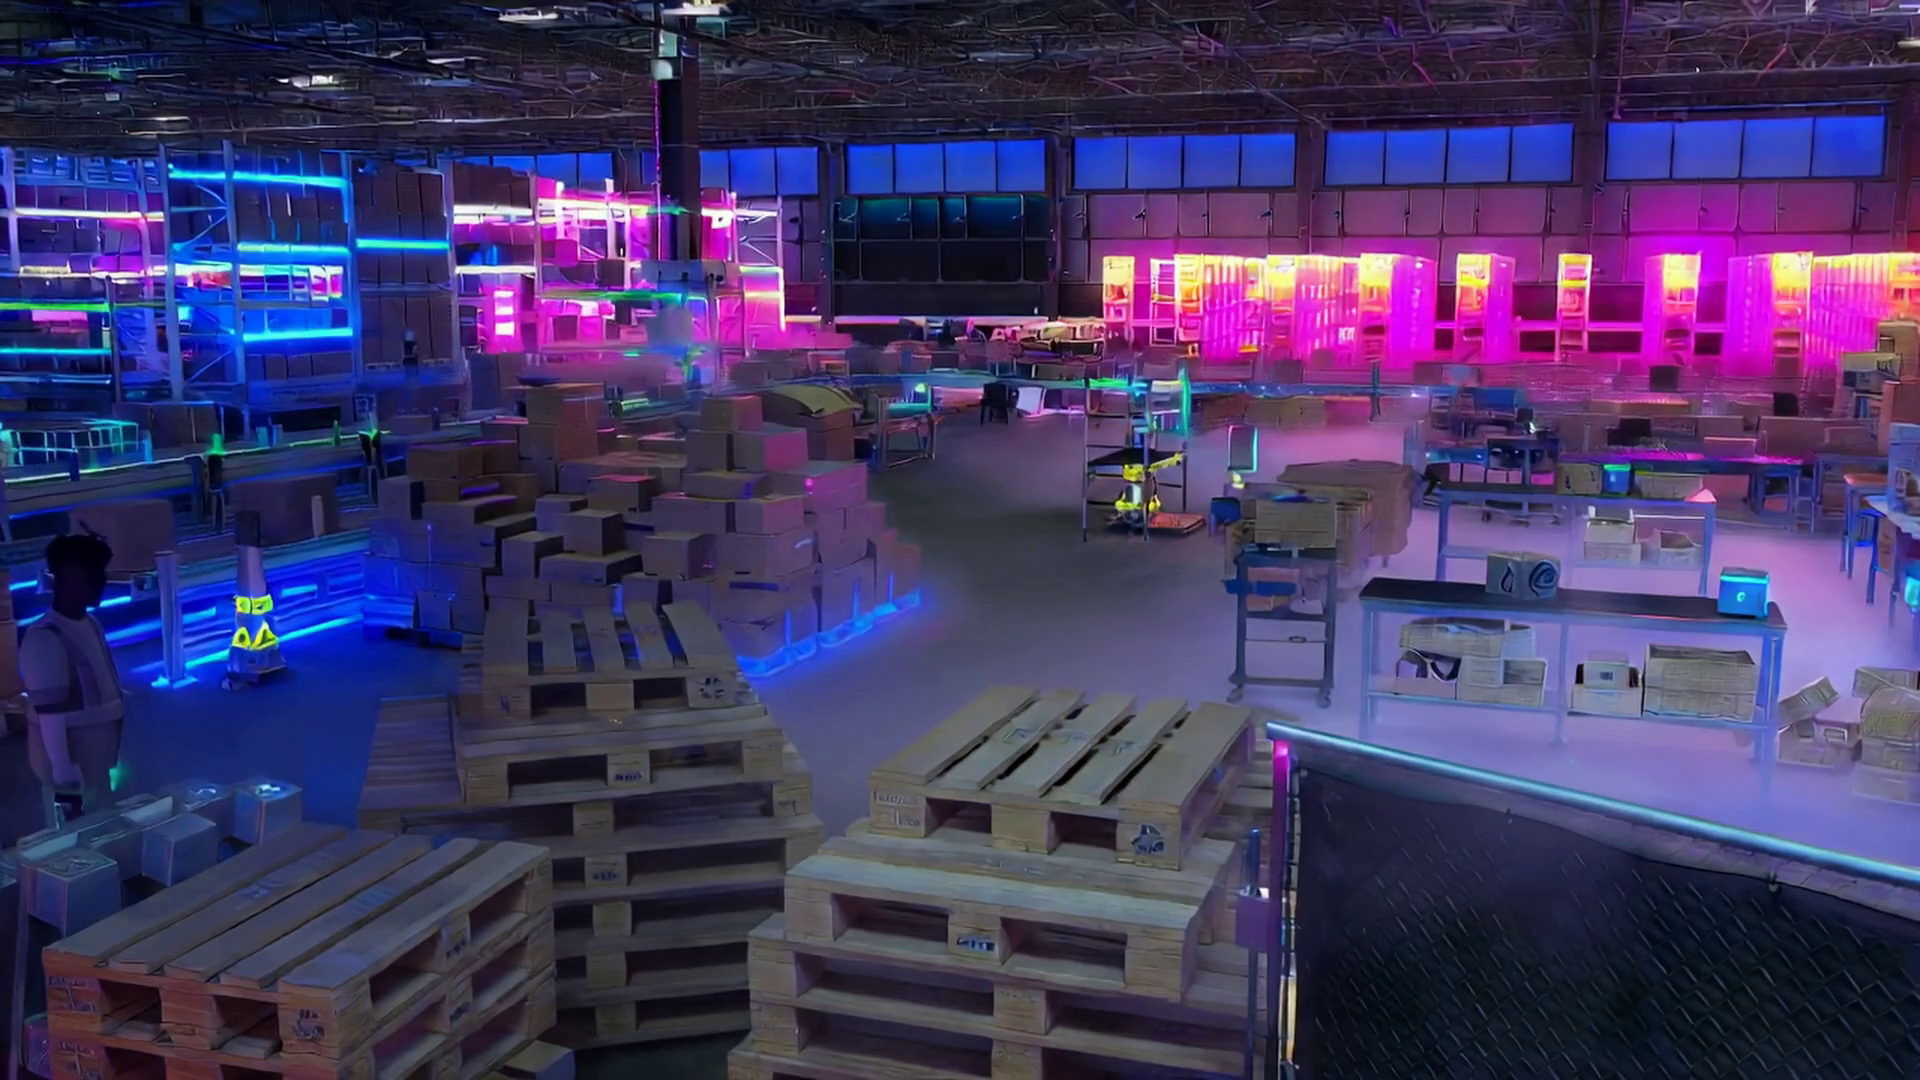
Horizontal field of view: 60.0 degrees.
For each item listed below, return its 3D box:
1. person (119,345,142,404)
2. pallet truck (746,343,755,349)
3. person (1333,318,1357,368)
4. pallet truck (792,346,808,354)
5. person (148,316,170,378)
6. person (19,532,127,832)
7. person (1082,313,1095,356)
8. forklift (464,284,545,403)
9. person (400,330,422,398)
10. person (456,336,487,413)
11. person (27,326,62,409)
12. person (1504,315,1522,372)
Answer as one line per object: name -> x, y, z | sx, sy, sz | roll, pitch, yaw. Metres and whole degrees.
person -> -14.710, -2.534, 29.357 | 0.587, 1.811, 0.426 | 2, 9, 9
pallet truck -> -6.183, -4.618, 44.264 | 1.601, 1.201, 0.680 | -9, 12, -43
person -> 10.294, -4.992, 44.520 | 0.634, 1.906, 0.993 | 2, 9, 14
pallet truck -> -3.705, -4.298, 42.022 | 0.653, 1.274, 1.630 | 3, 10, 20
person -> -23.441, -5.653, 48.646 | 0.630, 1.908, 0.941 | 6, 11, 34
person -> -3.733, 0.938, 7.082 | 0.374, 1.959, 0.603 | -2, 9, -13
person -> 4.202, -6.393, 53.560 | 0.721, 1.814, 0.637 | 1, 9, 8
forklift -> -10.832, -4.702, 39.610 | 1.129, 2.768, 1.873 | 3, 10, 20
person -> -13.568, -4.338, 41.038 | 0.549, 1.686, 0.433 | 2, 9, 13
person -> -10.576, -3.580, 36.282 | 0.938, 1.719, 0.549 | -7, 11, -37
person -> -20.849, -3.889, 37.652 | 0.548, 1.891, 1.011 | 4, 10, 26
person -> 16.859, -5.903, 50.451 | 0.442, 1.823, 0.589 | 4, 10, 25
